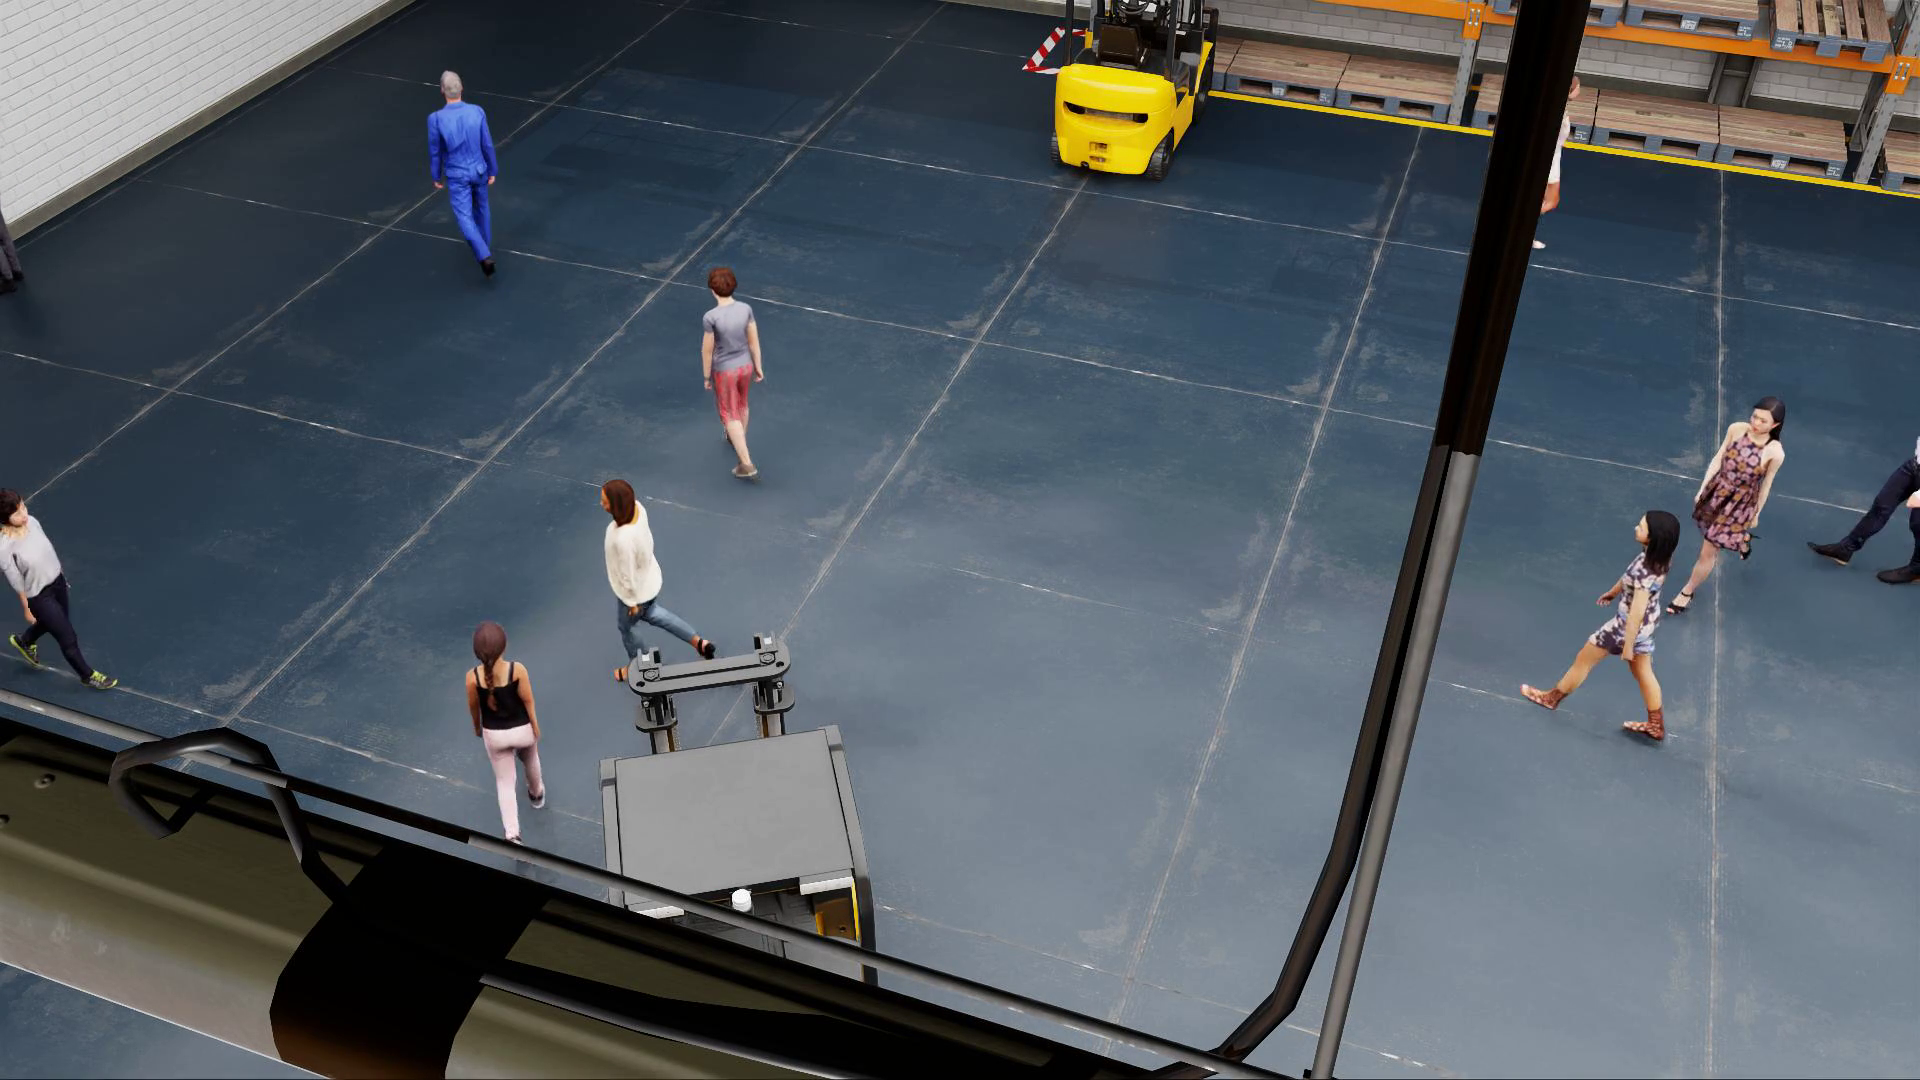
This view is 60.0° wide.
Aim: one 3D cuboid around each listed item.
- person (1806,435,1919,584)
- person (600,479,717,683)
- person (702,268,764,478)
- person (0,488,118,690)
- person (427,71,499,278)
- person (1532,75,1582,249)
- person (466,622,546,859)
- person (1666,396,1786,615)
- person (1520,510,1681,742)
[{"bbox_3d":[6.645,-0.438,11.240,1.078,1.849,0.773,6,39,8],"label":"person"},{"bbox_3d":[-1.949,0.279,10.495,1.001,1.657,0.775,3,39,4],"label":"person"},{"bbox_3d":[-1.675,-1.212,12.386,0.941,1.627,1.037,-22,44,-25],"label":"person"},{"bbox_3d":[-5.897,0.311,10.555,0.993,1.533,0.700,4,39,5],"label":"person"},{"bbox_3d":[-4.353,-3.205,14.744,1.157,1.798,1.254,-20,43,-23],"label":"person"},{"bbox_3d":[5.230,-3.420,15.104,0.684,1.686,0.620,8,39,10],"label":"person"},{"bbox_3d":[-2.576,1.149,9.499,0.986,1.540,0.932,-9,40,-11],"label":"person"},{"bbox_3d":[5.179,-0.251,11.082,1.034,1.753,1.042,-21,43,-24],"label":"person"},{"bbox_3d":[4.166,0.558,10.124,1.195,1.684,0.819,24,44,27],"label":"person"}]
